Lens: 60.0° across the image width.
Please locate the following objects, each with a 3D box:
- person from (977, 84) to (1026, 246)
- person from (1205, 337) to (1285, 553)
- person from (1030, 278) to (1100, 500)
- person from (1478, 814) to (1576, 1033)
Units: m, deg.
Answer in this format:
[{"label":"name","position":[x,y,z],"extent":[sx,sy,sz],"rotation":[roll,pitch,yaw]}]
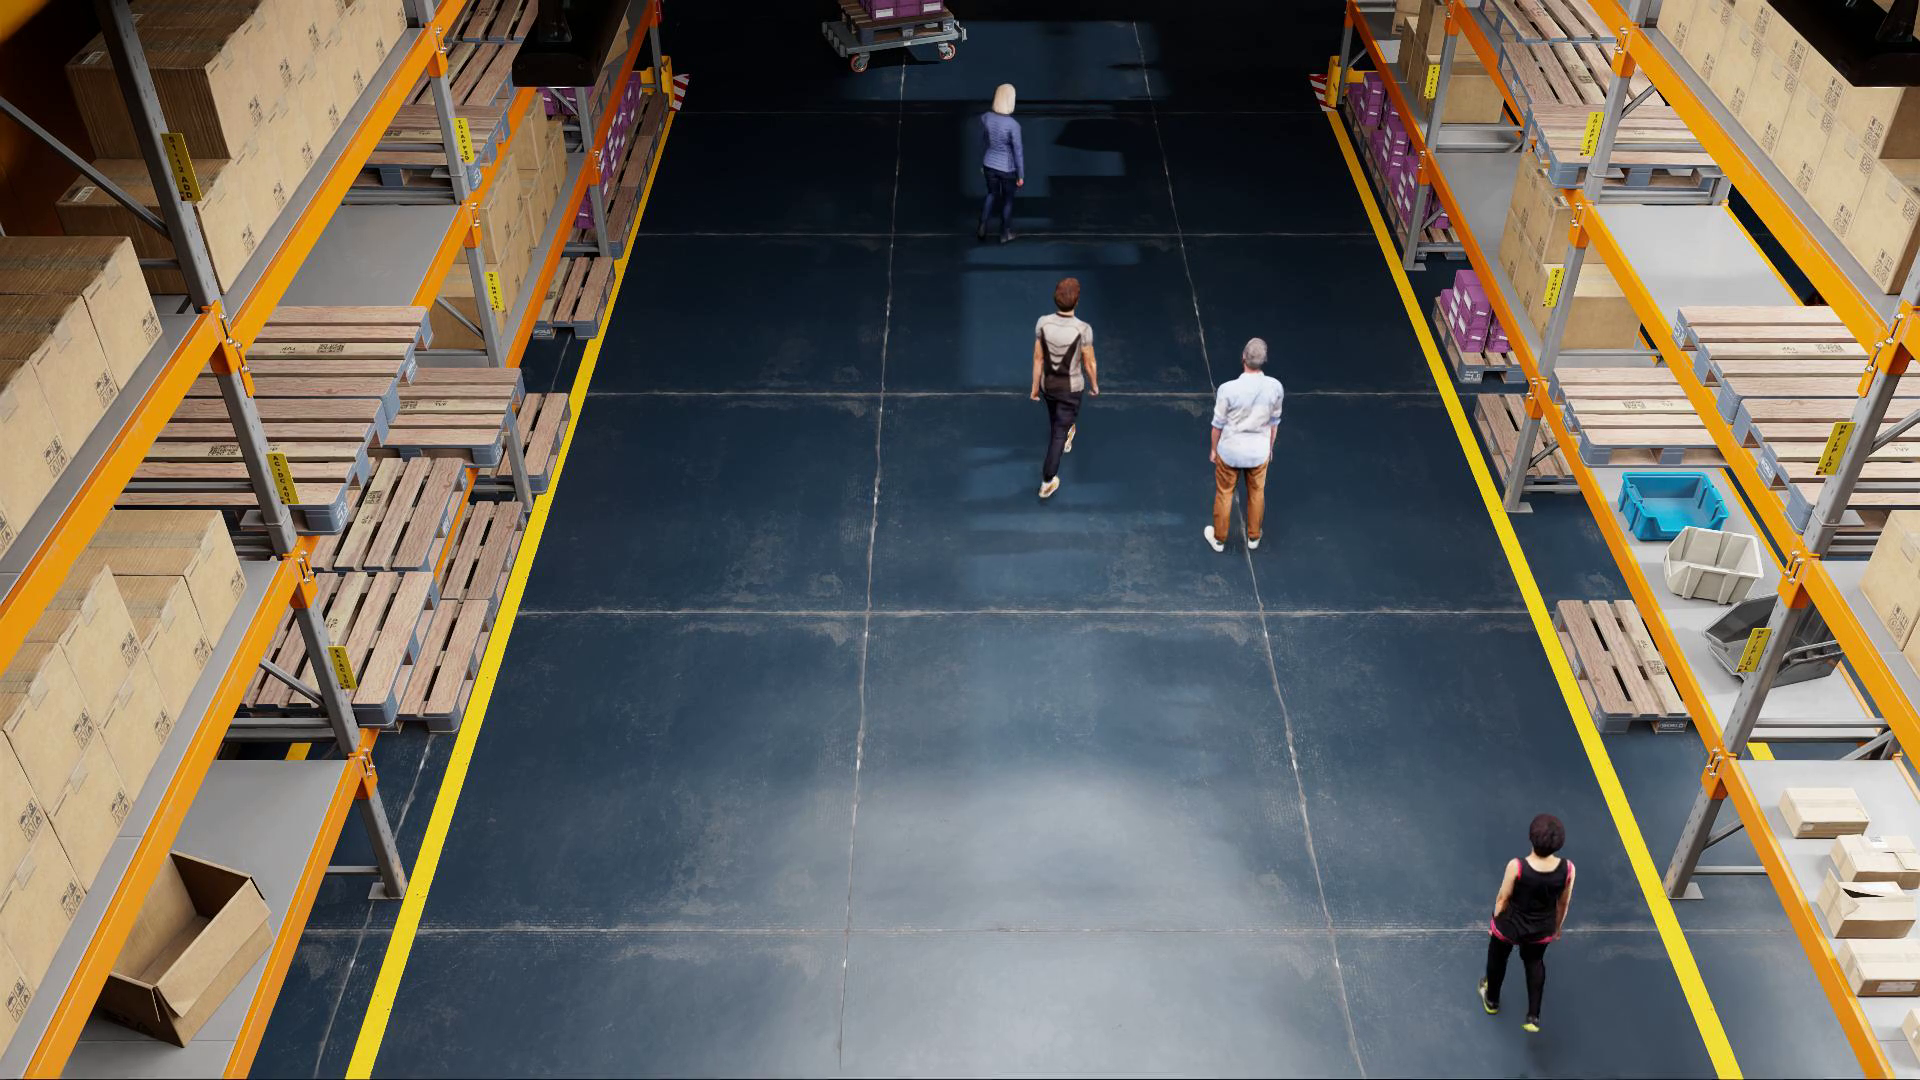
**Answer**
[{"label":"person","position":[0.369,-3.705,16.604],"extent":[0.871,1.736,0.941],"rotation":[23,44,26]},{"label":"person","position":[2.186,-0.703,12.783],"extent":[0.702,1.814,0.605],"rotation":[-4,39,-5]},{"label":"person","position":[0.795,-1.172,13.352],"extent":[0.958,1.836,1.291],"rotation":[13,40,16]},{"label":"person","position":[3.189,2.208,9.363],"extent":[0.542,1.534,0.743],"rotation":[2,39,2]}]
